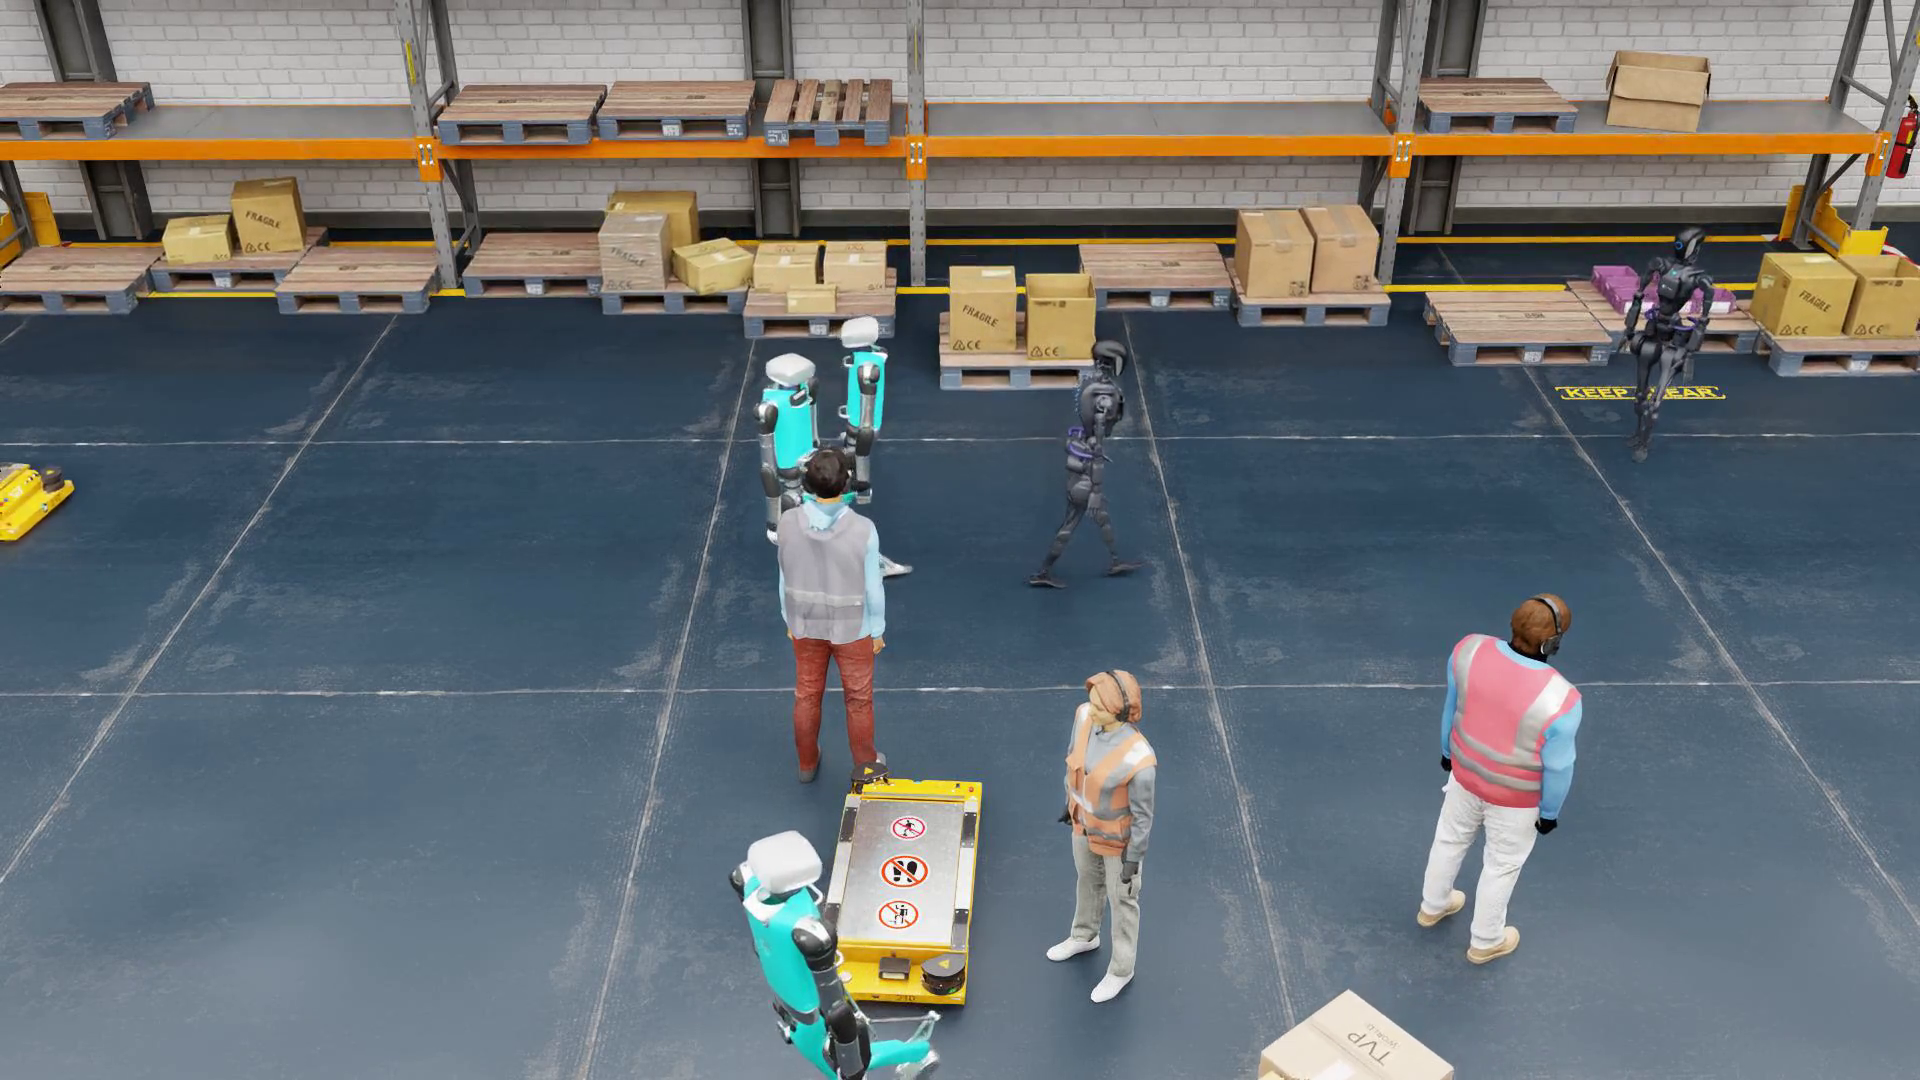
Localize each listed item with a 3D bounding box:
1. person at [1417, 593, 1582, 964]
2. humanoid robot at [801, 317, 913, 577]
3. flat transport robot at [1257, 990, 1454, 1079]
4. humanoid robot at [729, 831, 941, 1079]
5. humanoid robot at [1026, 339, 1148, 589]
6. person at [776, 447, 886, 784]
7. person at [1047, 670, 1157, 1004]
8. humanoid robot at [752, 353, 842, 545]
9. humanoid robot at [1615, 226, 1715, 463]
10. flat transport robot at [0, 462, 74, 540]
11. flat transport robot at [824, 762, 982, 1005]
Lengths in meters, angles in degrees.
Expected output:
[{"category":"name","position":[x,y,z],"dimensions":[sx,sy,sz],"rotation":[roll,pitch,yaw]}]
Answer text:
[{"category":"person","position":[2.345,1.024,7.196],"dimensions":[0.431,1.835,0.628],"rotation":[-22,37,-32]},{"category":"humanoid robot","position":[-0.773,-0.437,9.757],"dimensions":[0.963,1.780,0.556],"rotation":[-2,31,-4]},{"category":"flat transport robot","position":[1.444,2.630,6.033],"dimensions":[1.431,0.231,0.659],"rotation":[-22,38,-32]},{"category":"humanoid robot","position":[-0.399,1.741,6.106],"dimensions":[0.843,1.797,0.568],"rotation":[-22,37,-32]},{"category":"humanoid robot","position":[0.779,-0.444,9.811],"dimensions":[0.754,1.623,0.601],"rotation":[0,31,1]},{"category":"person","position":[-0.632,0.423,8.157],"dimensions":[0.535,1.870,0.417],"rotation":[7,32,12]},{"category":"person","position":[0.616,1.230,7.029],"dimensions":[0.306,1.641,0.513],"rotation":[-19,36,-29]},{"category":"humanoid robot","position":[-0.707,-0.121,9.242],"dimensions":[0.822,1.821,0.542],"rotation":[15,34,23]},{"category":"humanoid robot","position":[4.748,-1.342,11.276],"dimensions":[0.457,1.647,0.589],"rotation":[-23,38,-33]},{"category":"flat transport robot","position":[-6.658,-0.269,10.859],"dimensions":[1.431,0.231,0.659],"rotation":[3,31,5]},{"category":"flat transport robot","position":[-0.258,1.576,7.787],"dimensions":[0.659,0.231,1.431],"rotation":[2,31,3]}]
